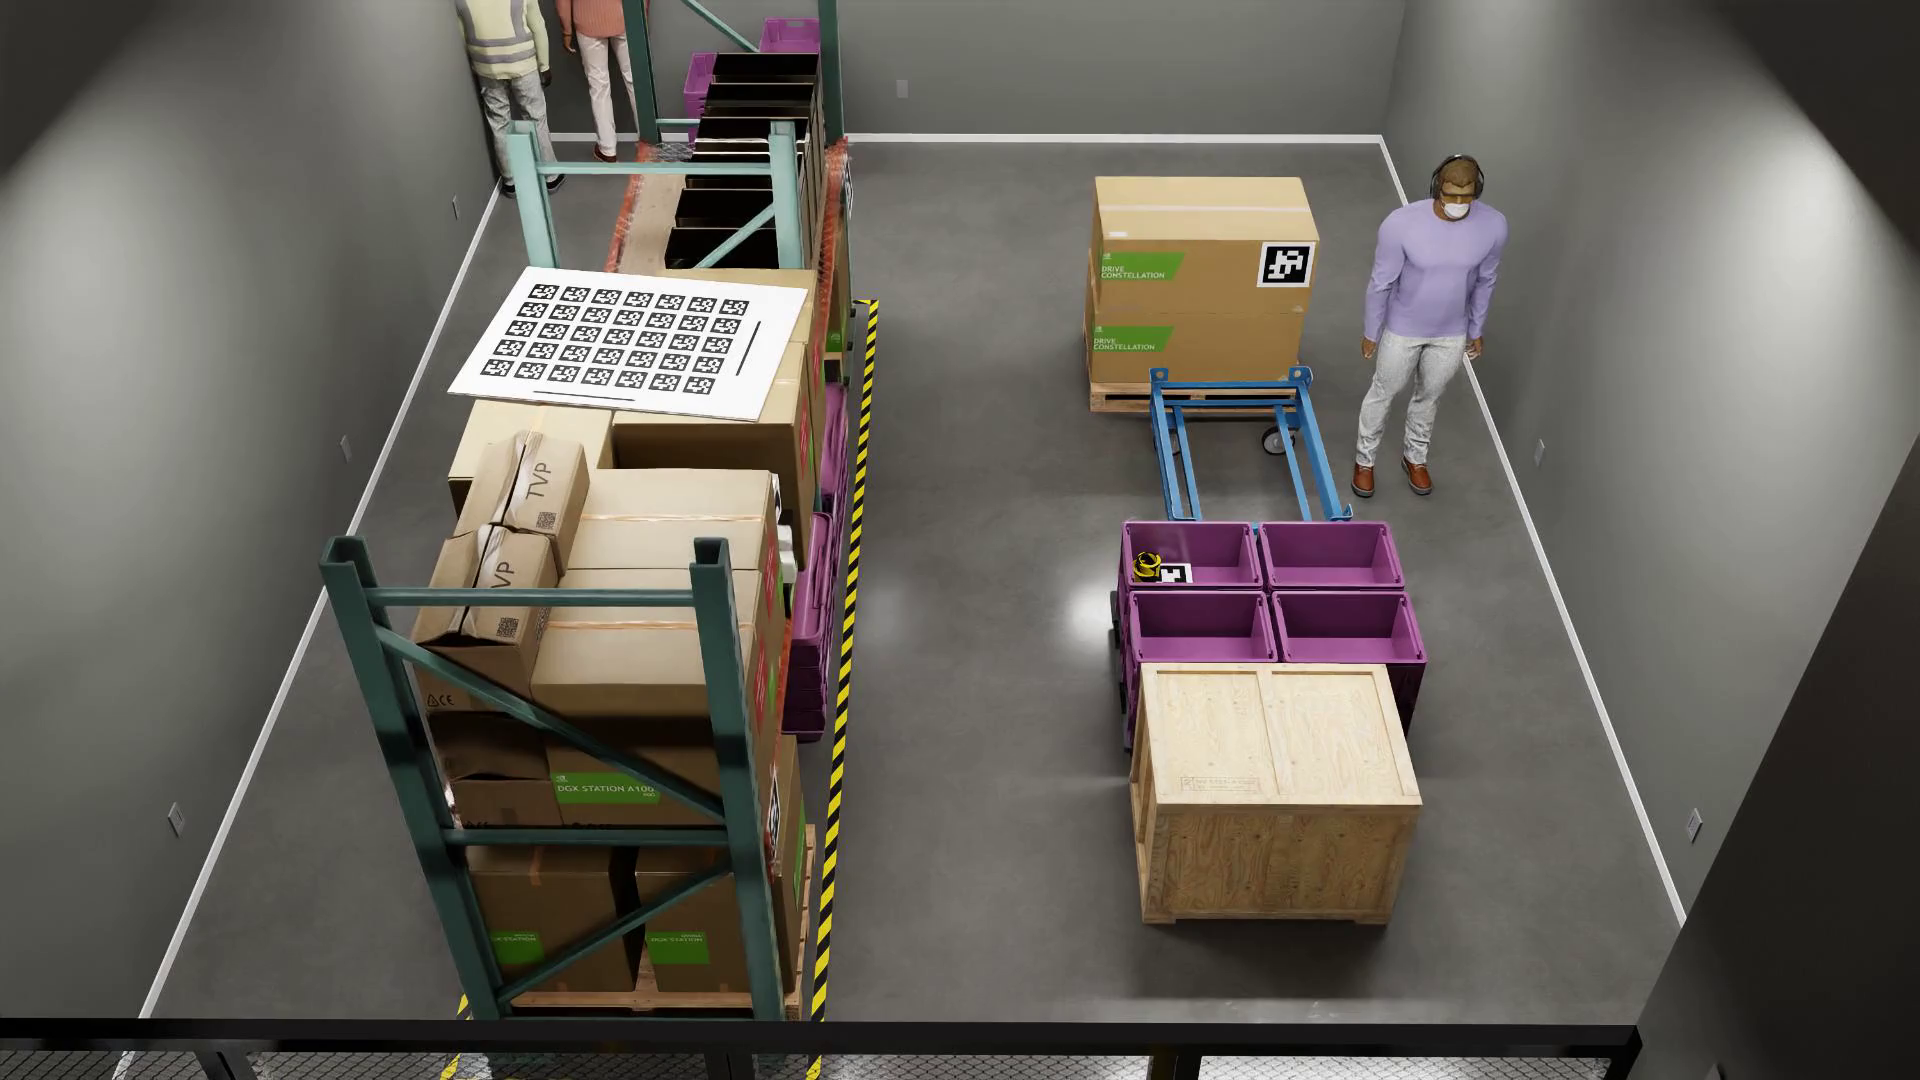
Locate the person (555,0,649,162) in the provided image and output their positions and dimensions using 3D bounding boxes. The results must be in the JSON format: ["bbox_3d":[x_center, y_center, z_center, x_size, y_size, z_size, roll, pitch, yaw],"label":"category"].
[{"bbox_3d":[-2.353,-3.430,10.983,0.612,1.994,0.395,-15,43,-16],"label":"person"}]

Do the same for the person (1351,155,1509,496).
[{"bbox_3d":[2.322,-1.056,8.317,0.638,1.938,0.356,-2,41,-2],"label":"person"}]

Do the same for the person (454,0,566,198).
[{"bbox_3d":[-2.927,-3.079,10.703,0.591,1.834,0.404,-4,41,-5],"label":"person"}]
